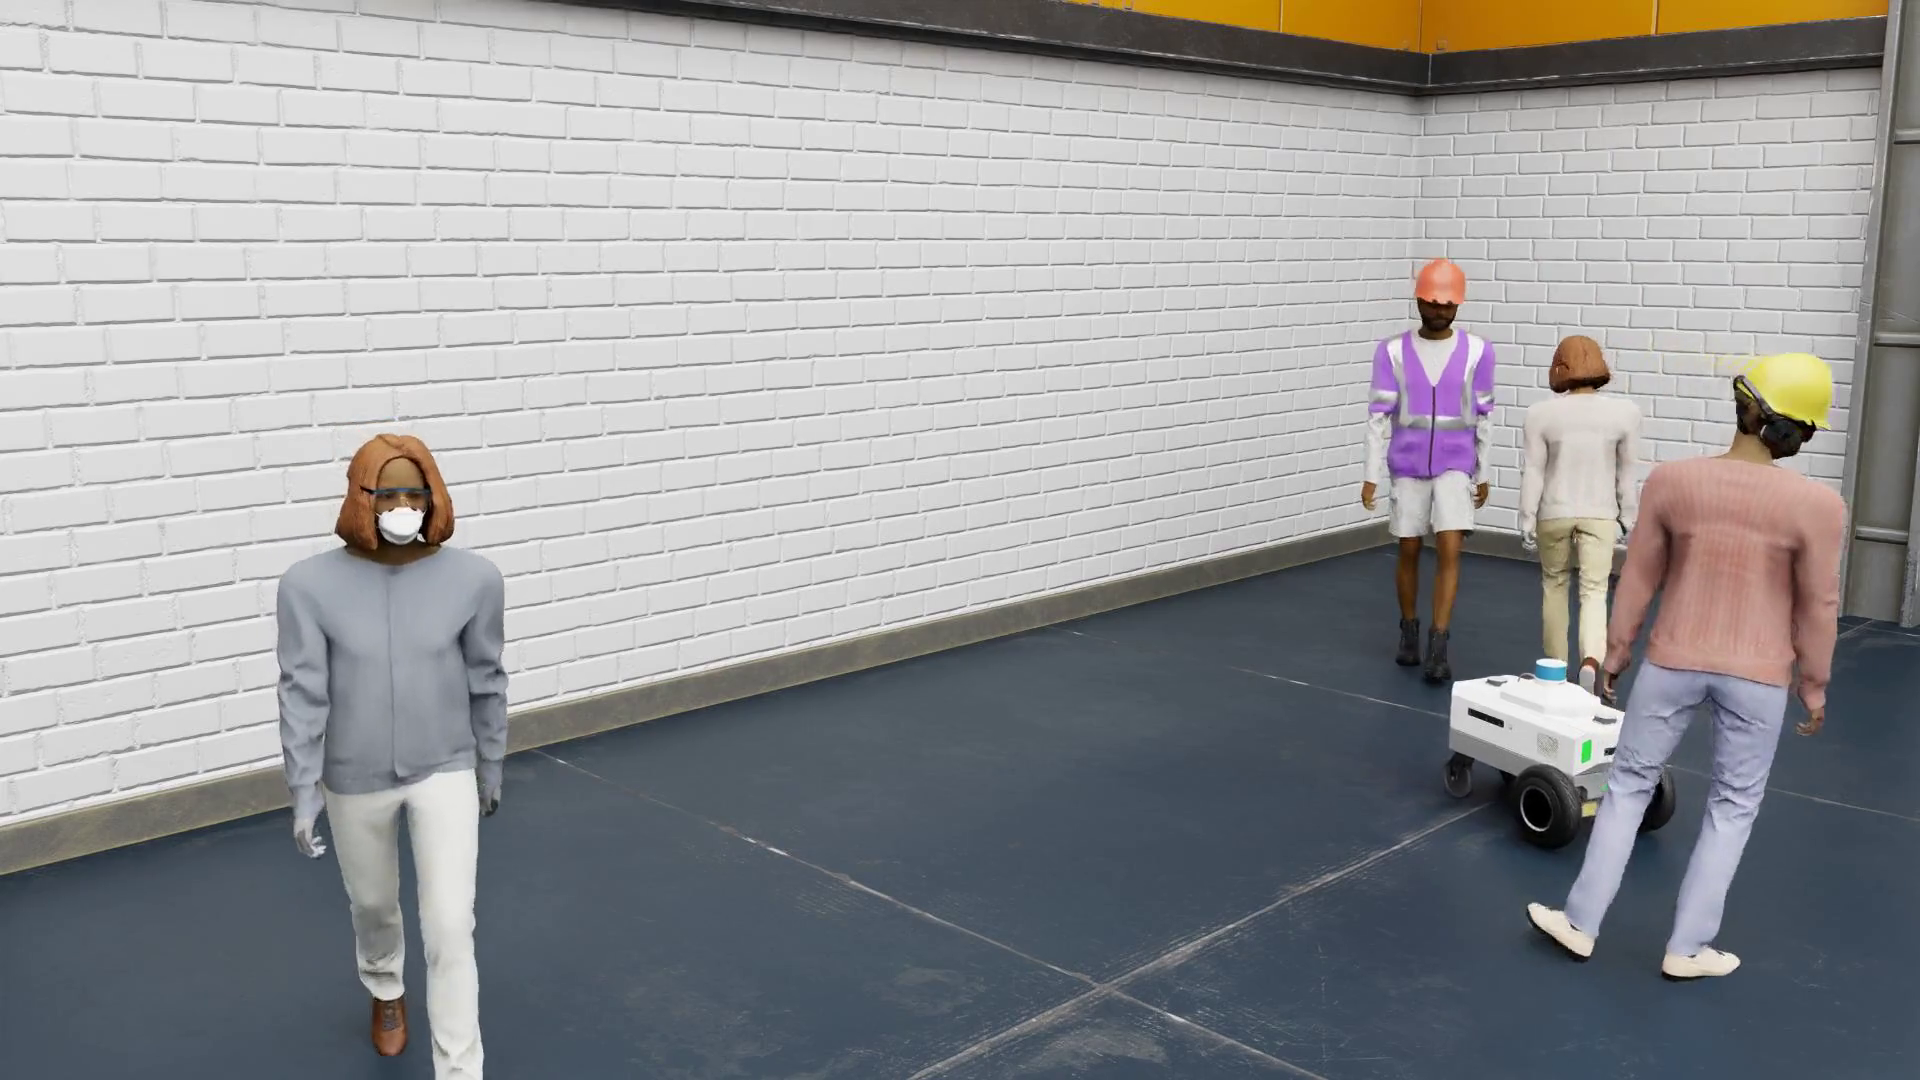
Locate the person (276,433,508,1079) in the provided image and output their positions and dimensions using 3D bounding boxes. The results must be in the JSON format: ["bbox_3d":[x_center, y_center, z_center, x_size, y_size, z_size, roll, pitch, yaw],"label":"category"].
[{"bbox_3d":[-1.290,0.532,3.844,0.493,1.596,0.844,-4,11,-19],"label":"person"}]

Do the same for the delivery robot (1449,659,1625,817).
[{"bbox_3d":[2.034,0.656,5.764,0.477,0.478,0.707,-5,11,-24],"label":"delivery robot"}]

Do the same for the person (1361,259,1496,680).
[{"bbox_3d":[2.128,-0.311,7.587,0.575,1.904,0.802,3,11,16],"label":"person"}]

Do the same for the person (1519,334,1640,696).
[{"bbox_3d":[2.688,-0.091,7.245,0.494,1.599,0.764,3,11,15],"label":"person"}]

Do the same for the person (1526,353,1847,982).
[{"bbox_3d":[1.977,0.347,4.527,0.720,1.717,0.380,7,13,35],"label":"person"}]
